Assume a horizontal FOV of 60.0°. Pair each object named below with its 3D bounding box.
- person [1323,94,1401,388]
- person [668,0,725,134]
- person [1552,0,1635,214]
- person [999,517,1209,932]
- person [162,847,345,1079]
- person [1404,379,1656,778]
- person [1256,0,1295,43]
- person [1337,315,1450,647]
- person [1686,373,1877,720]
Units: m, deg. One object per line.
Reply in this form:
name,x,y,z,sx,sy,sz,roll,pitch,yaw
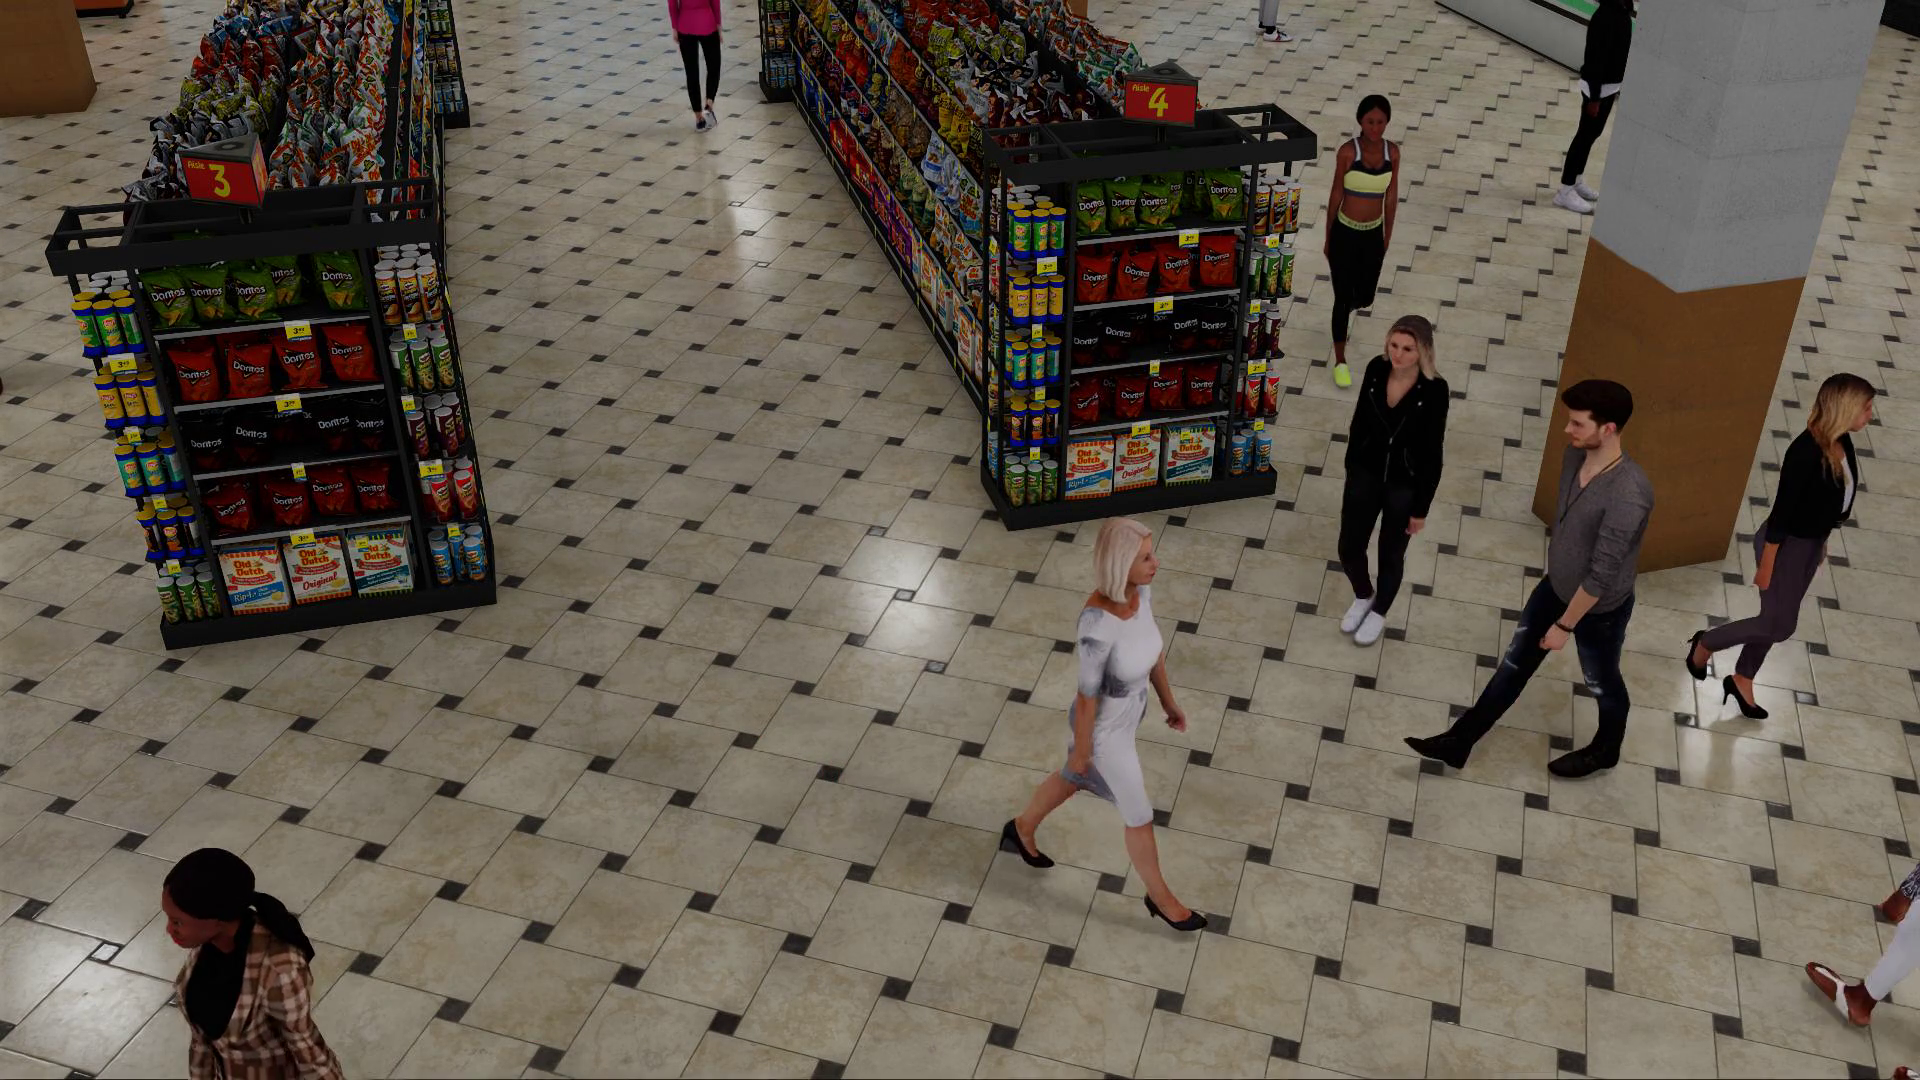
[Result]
person,2.359,-1.817,9.959,0.715,1.739,0.974,0,32,0
person,-2.190,-4.210,13.851,0.668,1.690,0.809,-2,32,-3
person,4.776,-3.398,12.425,0.796,1.817,0.751,19,37,28
person,0.459,0.651,6.023,1.079,1.706,1.095,13,34,20
person,-1.775,1.503,4.611,1.069,1.751,1.019,25,40,35
person,2.557,0.224,6.569,0.780,1.854,1.114,-7,33,-11
person,3.152,-5.948,16.400,0.811,1.948,0.613,-2,32,-2
person,2.006,-0.283,7.556,0.721,1.672,0.802,21,37,30
person,3.429,0.031,7.075,0.765,1.648,0.835,-27,41,-36
